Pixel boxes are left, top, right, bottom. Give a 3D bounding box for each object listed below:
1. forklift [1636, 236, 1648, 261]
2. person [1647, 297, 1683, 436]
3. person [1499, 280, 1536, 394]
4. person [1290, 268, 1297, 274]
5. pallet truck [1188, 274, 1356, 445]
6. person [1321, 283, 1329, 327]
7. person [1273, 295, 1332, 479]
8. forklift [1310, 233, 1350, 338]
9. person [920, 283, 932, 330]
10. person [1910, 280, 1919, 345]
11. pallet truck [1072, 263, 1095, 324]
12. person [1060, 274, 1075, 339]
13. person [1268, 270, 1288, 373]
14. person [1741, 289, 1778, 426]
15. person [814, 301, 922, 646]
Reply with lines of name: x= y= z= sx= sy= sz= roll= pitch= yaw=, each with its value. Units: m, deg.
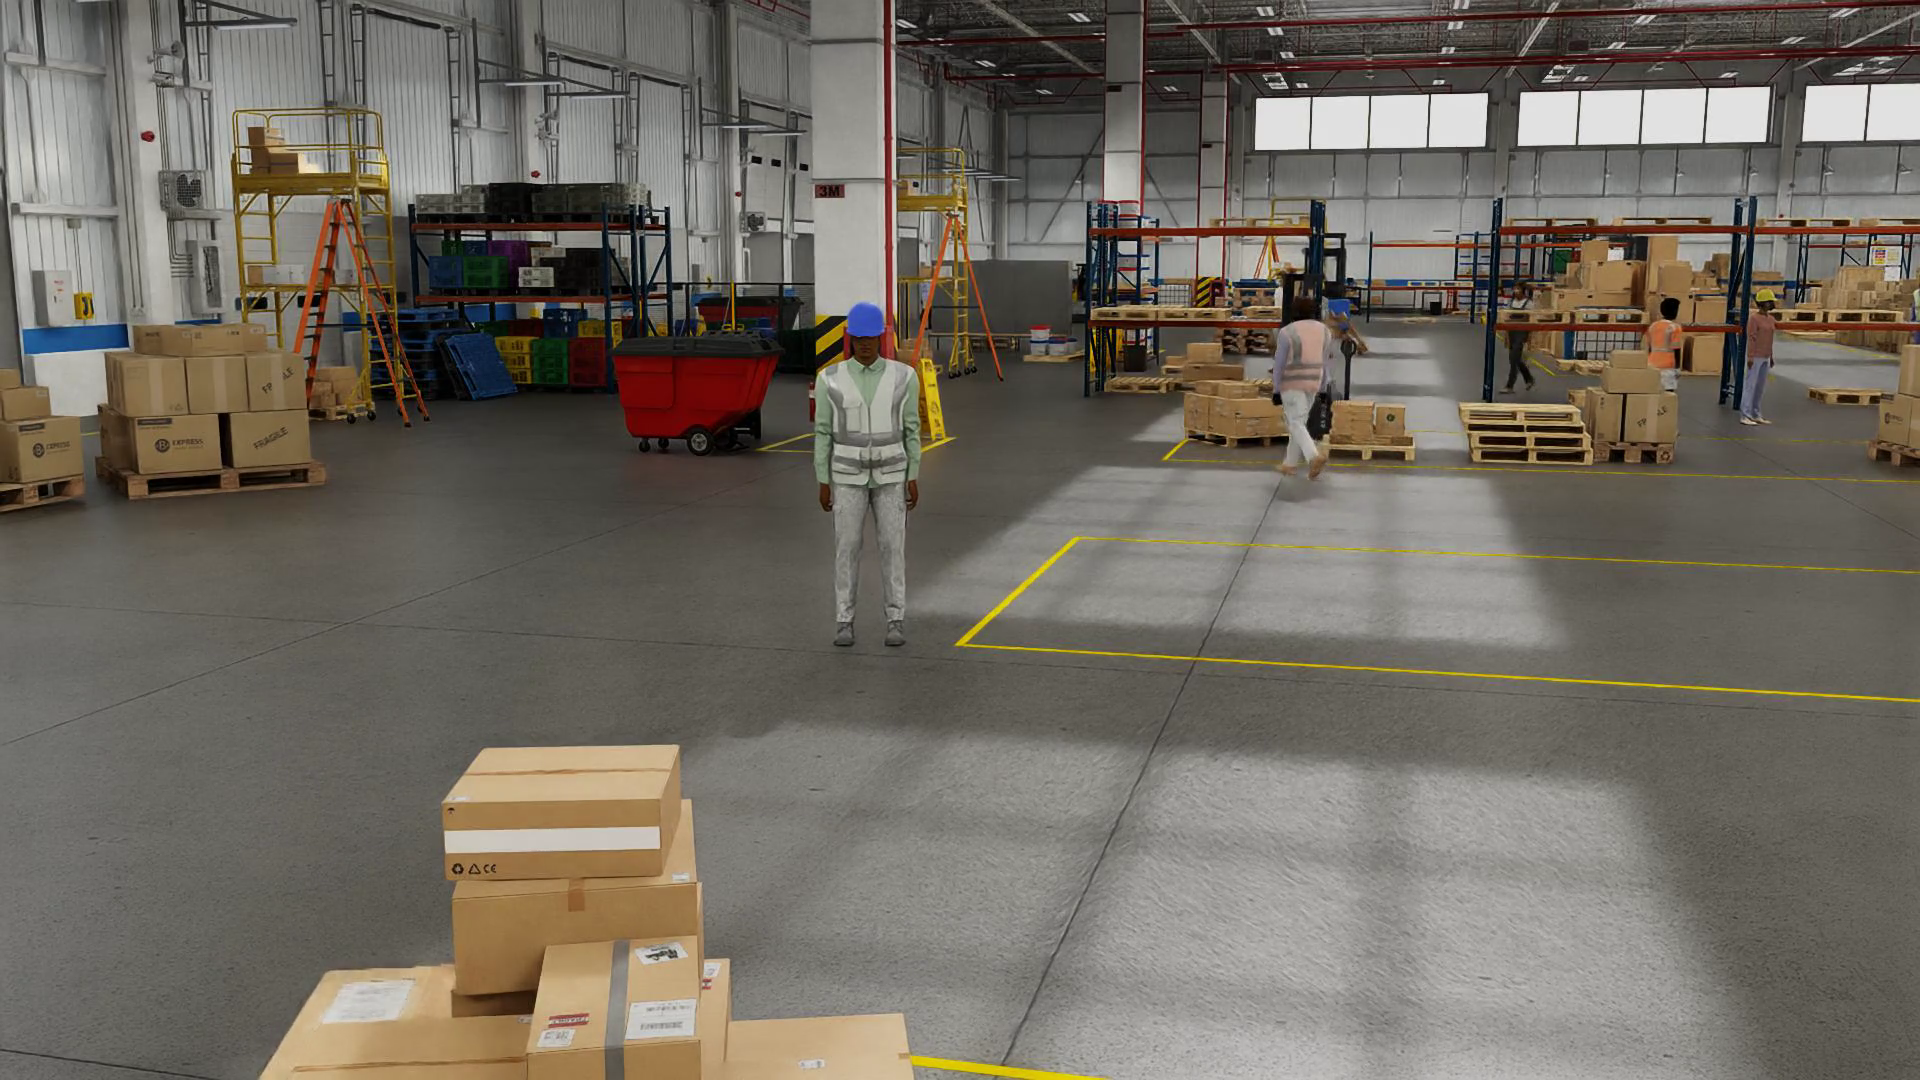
forklift: x=21.007 y=-7.905 z=50.949 sx=1.873 sy=2.768 sz=1.129 roll=9 pitch=13 yaw=42
person: x=8.614 y=-2.115 z=20.349 sx=0.318 sy=1.694 sz=0.538 roll=-3 pitch=10 yaw=-19
person: x=9.019 y=-3.261 z=26.747 sx=0.764 sy=1.823 sz=0.510 roll=-5 pitch=11 yaw=-27
person: x=10.482 y=-7.707 z=52.794 sx=0.763 sy=1.844 sz=0.693 roll=-6 pitch=11 yaw=-32
pallet truck: x=3.653 y=-2.138 z=19.590 sx=1.885 sy=1.965 sz=0.823 roll=-4 pitch=10 yaw=-20
person: x=6.874 y=-4.115 z=31.999 sx=0.485 sy=1.737 sz=0.320 roll=-3 pitch=10 yaw=-17
person: x=3.390 y=-1.507 z=16.425 sx=0.632 sy=1.818 sz=0.837 roll=-5 pitch=11 yaw=-27
forklift: x=9.769 y=-6.782 z=44.336 sx=1.129 sy=2.768 sz=1.873 roll=1 pitch=10 yaw=5
person: x=-0.961 y=-7.307 z=50.247 sx=0.544 sy=1.928 sz=0.393 roll=-7 pitch=12 yaw=-34
person: x=18.238 y=-4.099 z=31.419 sx=0.415 sy=1.906 sz=0.591 roll=-2 pitch=10 yaw=-11
pallet truck: x=4.325 y=-8.180 z=55.162 sx=0.823 sy=1.965 sz=1.885 roll=6 pitch=11 yaw=31
person: x=2.679 y=-6.148 z=43.510 sx=0.709 sy=1.894 sz=0.478 roll=7 pitch=12 yaw=34
person: x=6.057 y=-4.079 z=31.192 sx=0.354 sy=1.936 sz=0.635 roll=-3 pitch=10 yaw=-19
person: x=10.425 y=-2.376 z=21.661 sx=0.533 sy=1.772 sz=0.297 roll=-6 pitch=12 yaw=-34
person: x=-0.514 y=-0.358 z=9.298 sx=0.601 sy=1.939 sz=0.413 roll=-1 pitch=10 yaw=-5
